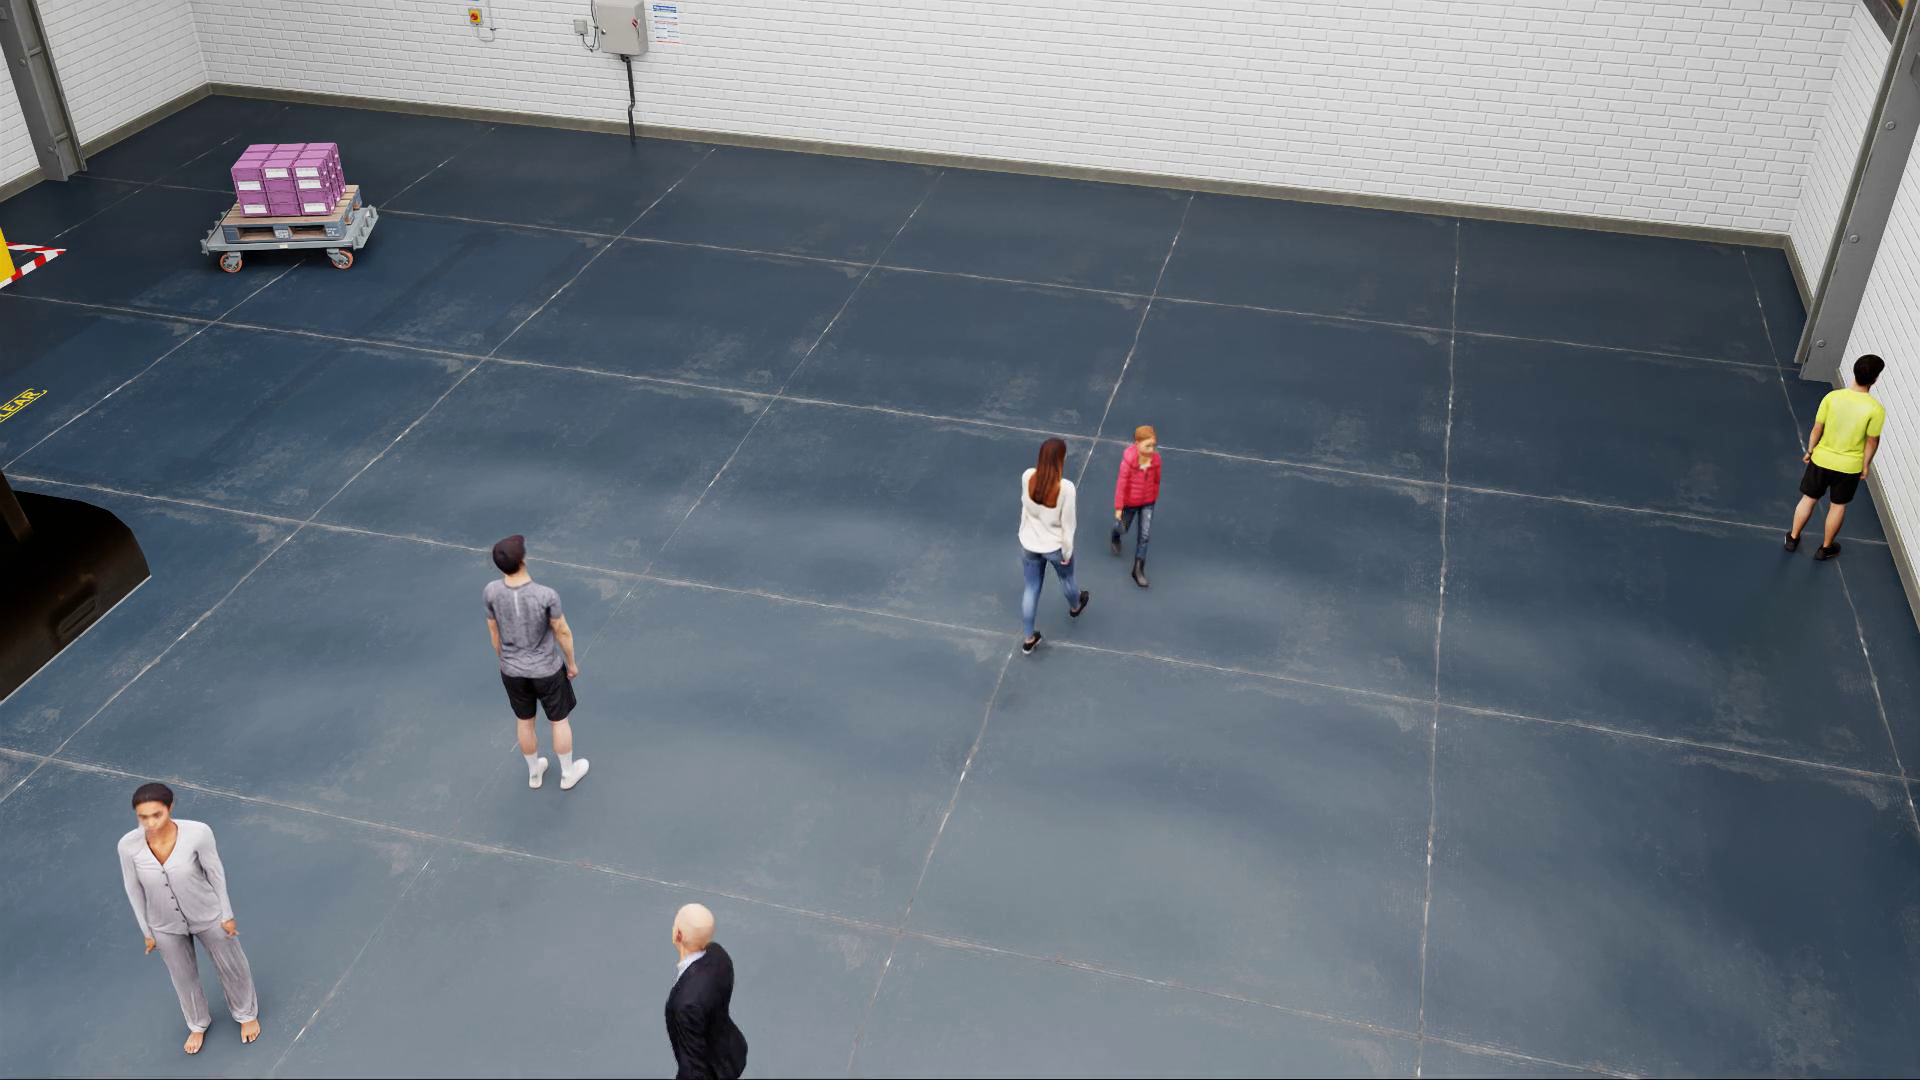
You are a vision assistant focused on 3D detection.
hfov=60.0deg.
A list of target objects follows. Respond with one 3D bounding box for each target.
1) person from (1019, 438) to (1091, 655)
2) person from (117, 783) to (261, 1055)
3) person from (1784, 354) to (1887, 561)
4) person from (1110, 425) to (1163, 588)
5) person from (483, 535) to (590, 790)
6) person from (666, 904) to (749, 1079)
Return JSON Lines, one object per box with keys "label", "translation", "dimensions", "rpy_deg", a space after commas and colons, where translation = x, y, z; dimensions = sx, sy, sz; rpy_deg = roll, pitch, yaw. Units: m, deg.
{"label": "person", "translation": [0.573, 0.074, 11.701], "dimensions": [0.754, 1.663, 1.039], "rpy_deg": [16, 37, 22]}
{"label": "person", "translation": [-4.079, 1.971, 8.783], "dimensions": [0.712, 1.734, 0.727], "rpy_deg": [-10, 35, -14]}
{"label": "person", "translation": [6.725, -0.633, 12.723], "dimensions": [0.696, 1.708, 0.679], "rpy_deg": [25, 41, 32]}
{"label": "person", "translation": [1.319, -0.318, 12.622], "dimensions": [0.749, 1.295, 0.937], "rpy_deg": [-6, 34, -8]}
{"label": "person", "translation": [-2.692, 0.783, 10.445], "dimensions": [0.687, 1.873, 0.586], "rpy_deg": [3, 34, 5]}
{"label": "person", "translation": [-1.173, 2.538, 7.911], "dimensions": [0.817, 1.754, 0.584], "rpy_deg": [1, 34, 2]}
